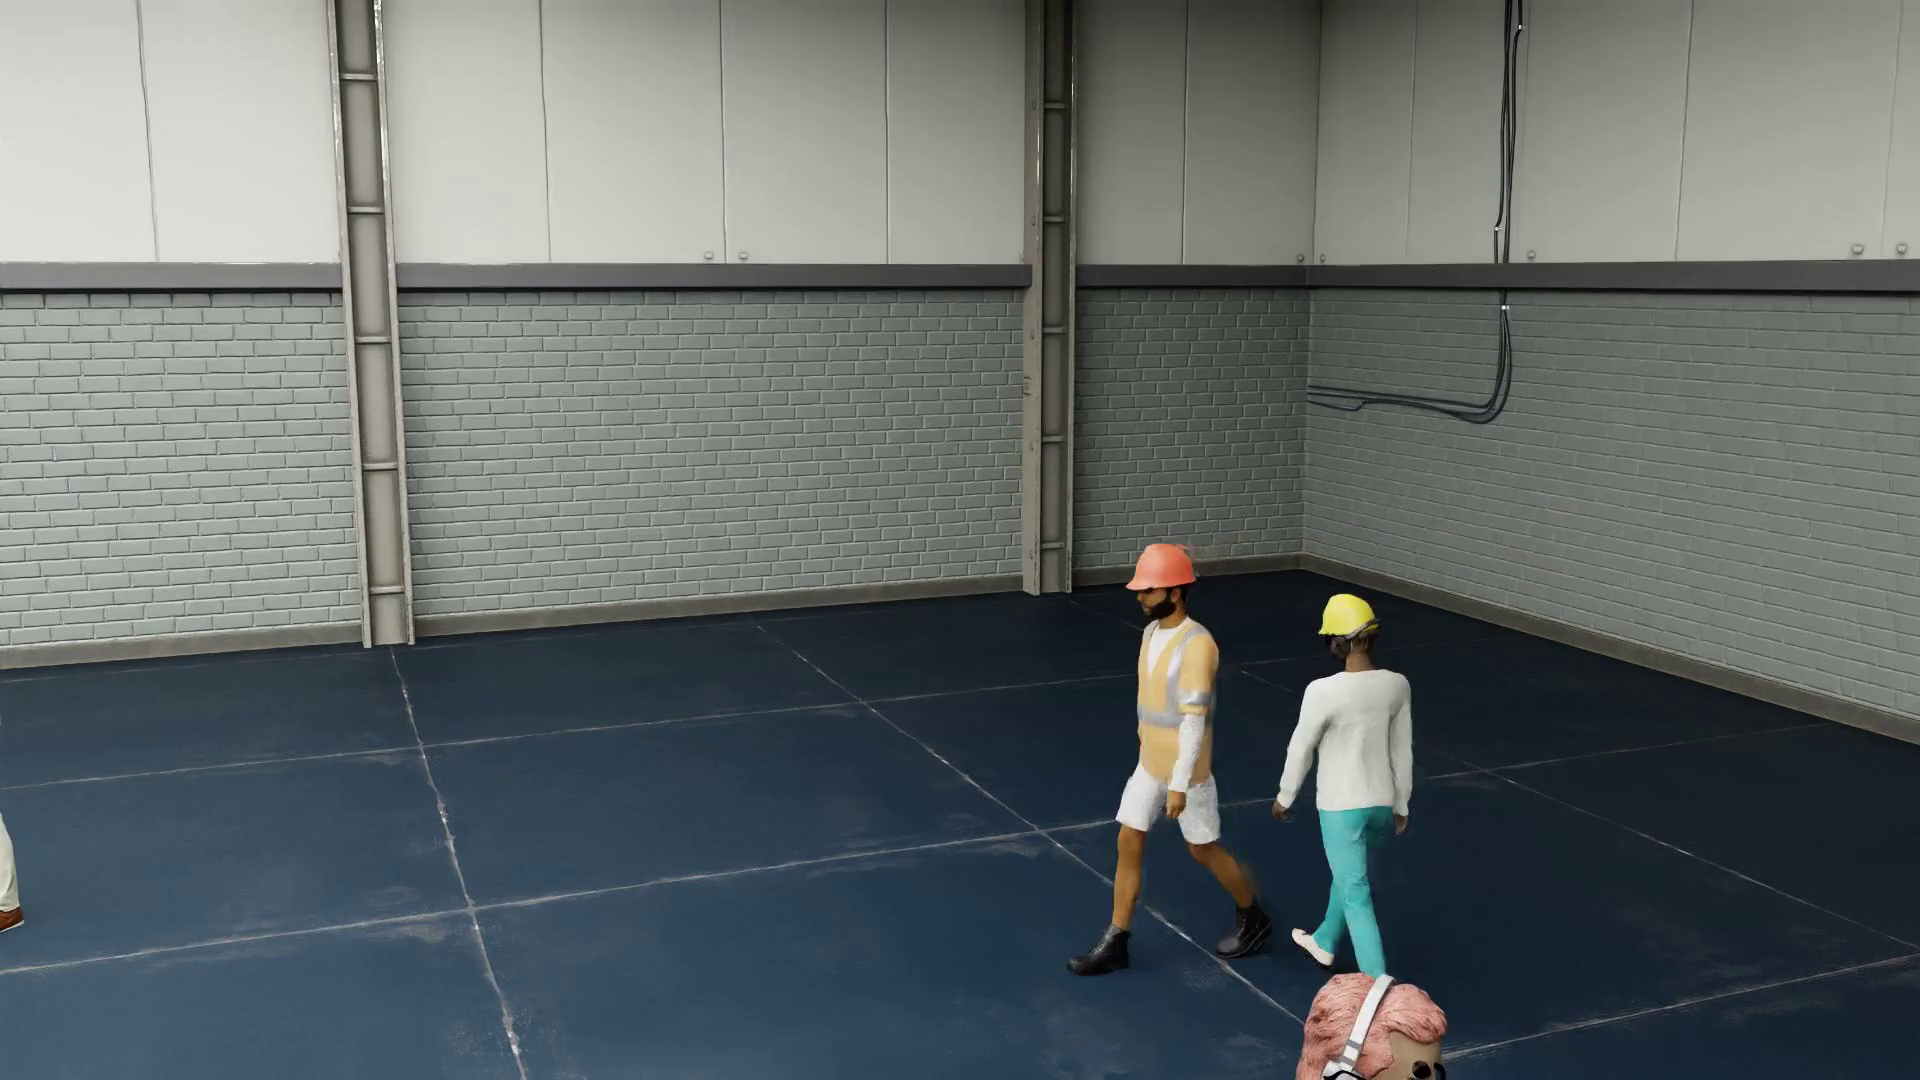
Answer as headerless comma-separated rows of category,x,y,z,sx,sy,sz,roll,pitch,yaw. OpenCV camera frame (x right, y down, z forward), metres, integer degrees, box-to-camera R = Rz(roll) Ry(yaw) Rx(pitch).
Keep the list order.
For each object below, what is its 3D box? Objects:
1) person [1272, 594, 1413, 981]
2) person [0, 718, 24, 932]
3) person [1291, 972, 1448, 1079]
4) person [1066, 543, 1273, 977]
person,1.573,1.075,6.964,0.522,1.725,0.839,-5,10,-30
person,-4.588,0.901,7.636,0.508,1.863,0.312,7,11,38
person,0.651,1.645,2.826,0.408,1.903,0.638,5,10,28
person,0.967,0.948,7.236,0.960,1.902,0.559,-4,10,-24
